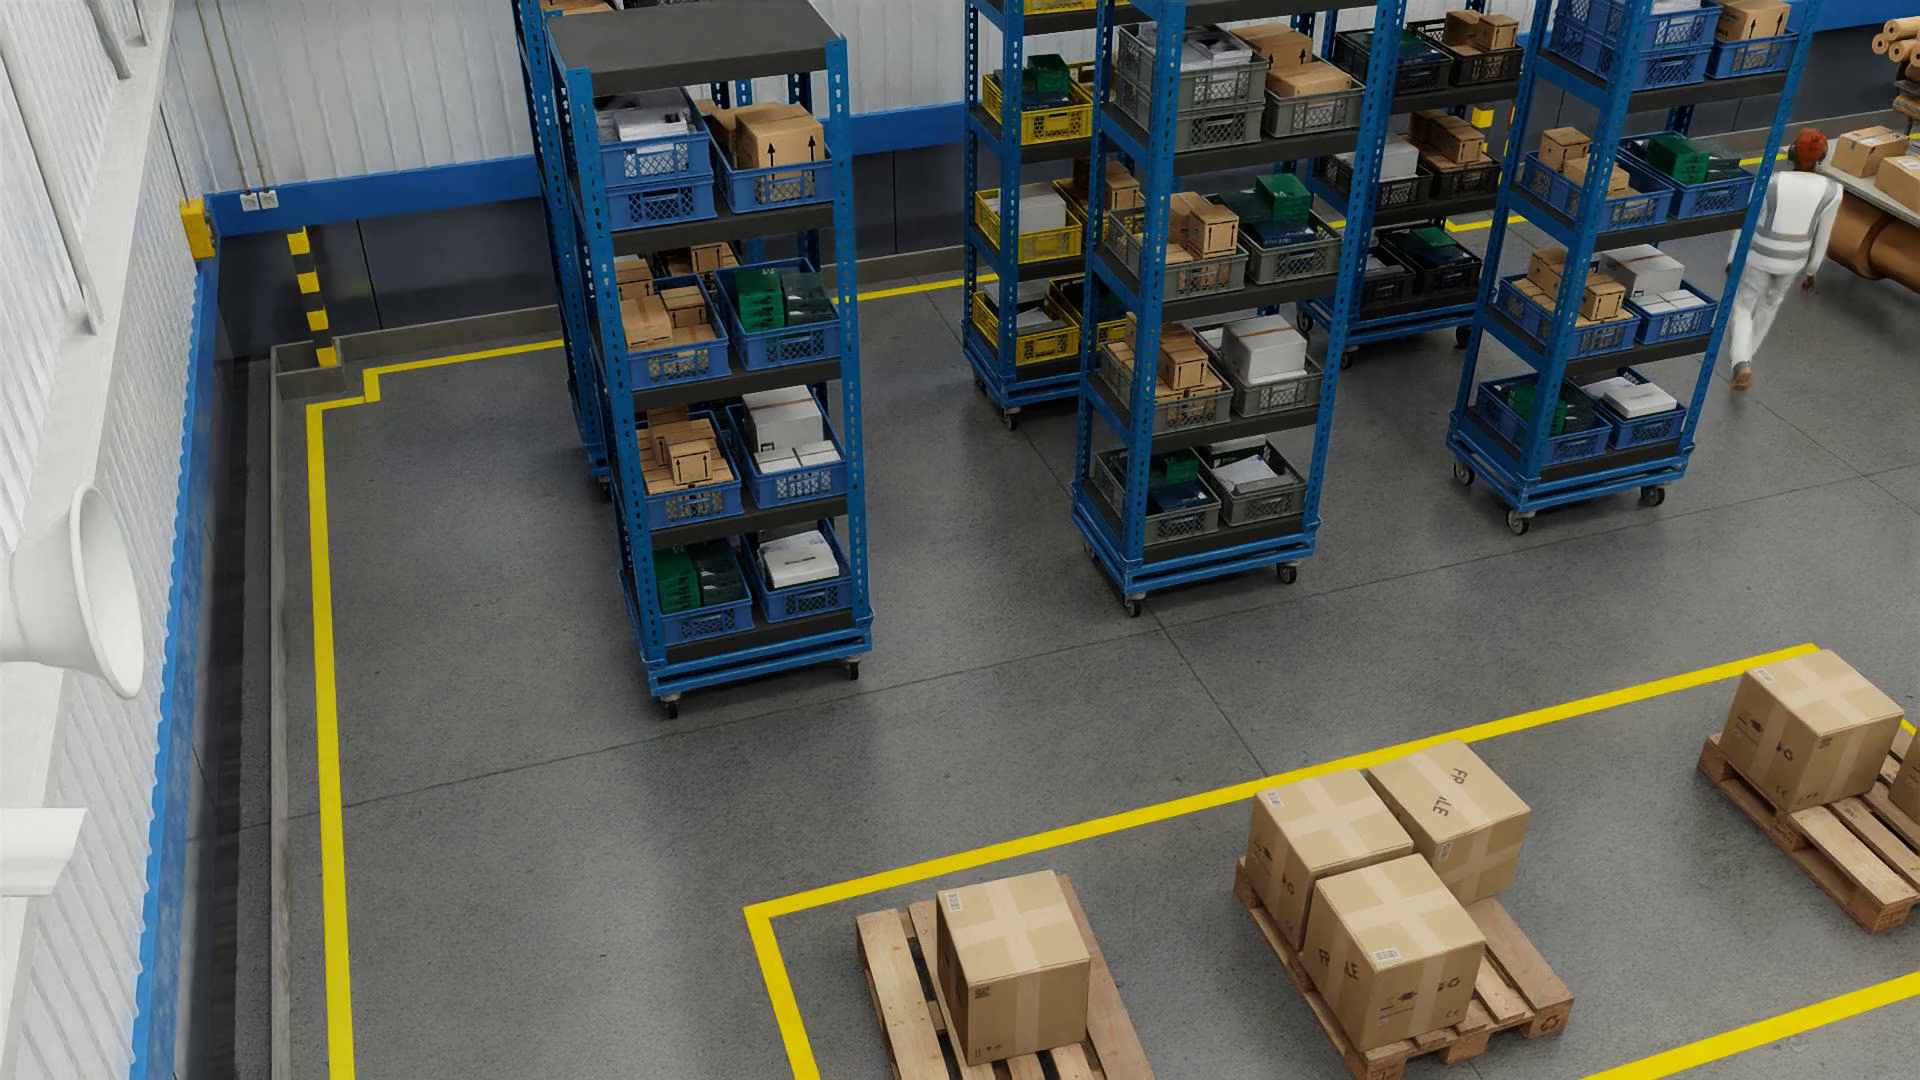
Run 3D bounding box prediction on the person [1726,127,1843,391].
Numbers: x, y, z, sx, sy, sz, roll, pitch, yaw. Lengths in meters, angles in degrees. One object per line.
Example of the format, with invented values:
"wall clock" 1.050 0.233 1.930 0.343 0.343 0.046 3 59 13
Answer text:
"person" 5.571 -1.897 11.366 0.589 1.859 0.782 9 36 12
